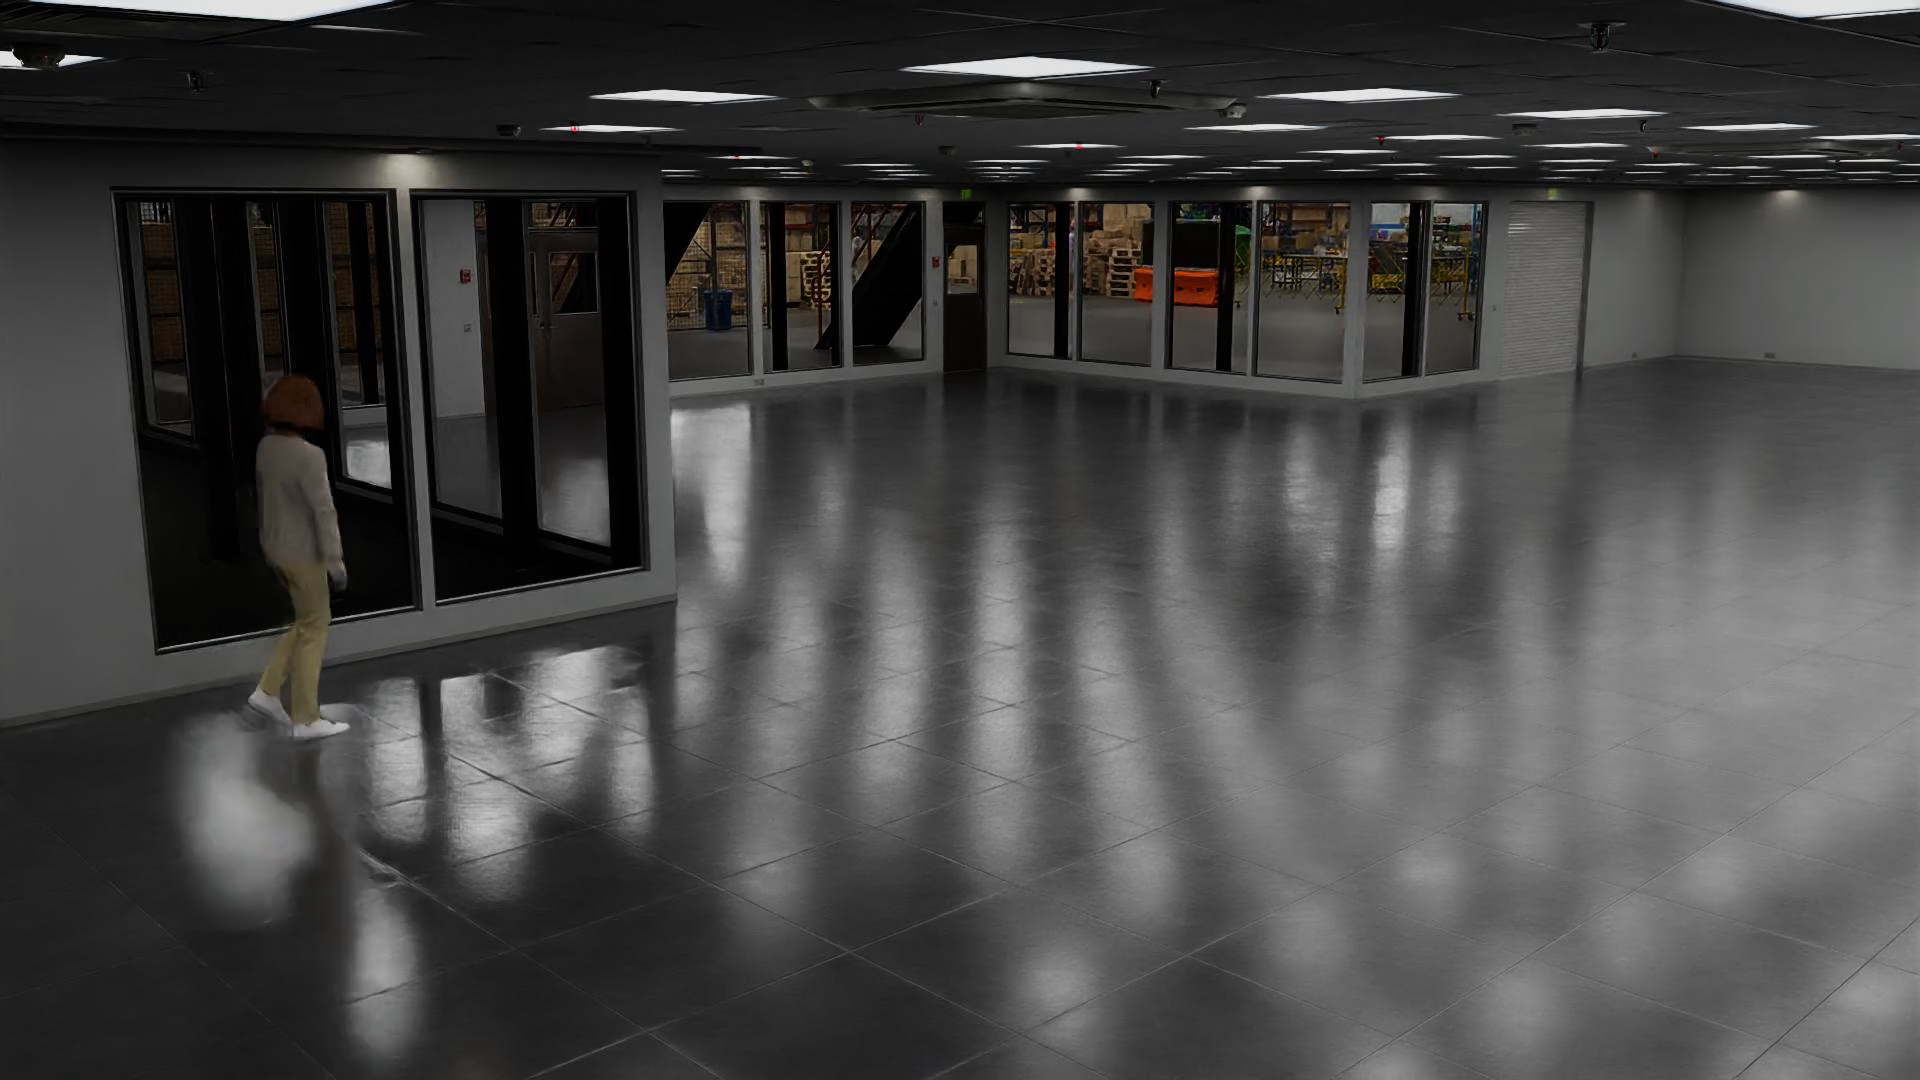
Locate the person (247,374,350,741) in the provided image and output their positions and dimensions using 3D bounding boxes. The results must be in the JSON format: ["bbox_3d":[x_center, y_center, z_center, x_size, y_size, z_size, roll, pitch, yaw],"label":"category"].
[{"bbox_3d":[-2.867,0.087,7.264,0.502,1.623,0.358,11,16,43],"label":"person"}]
